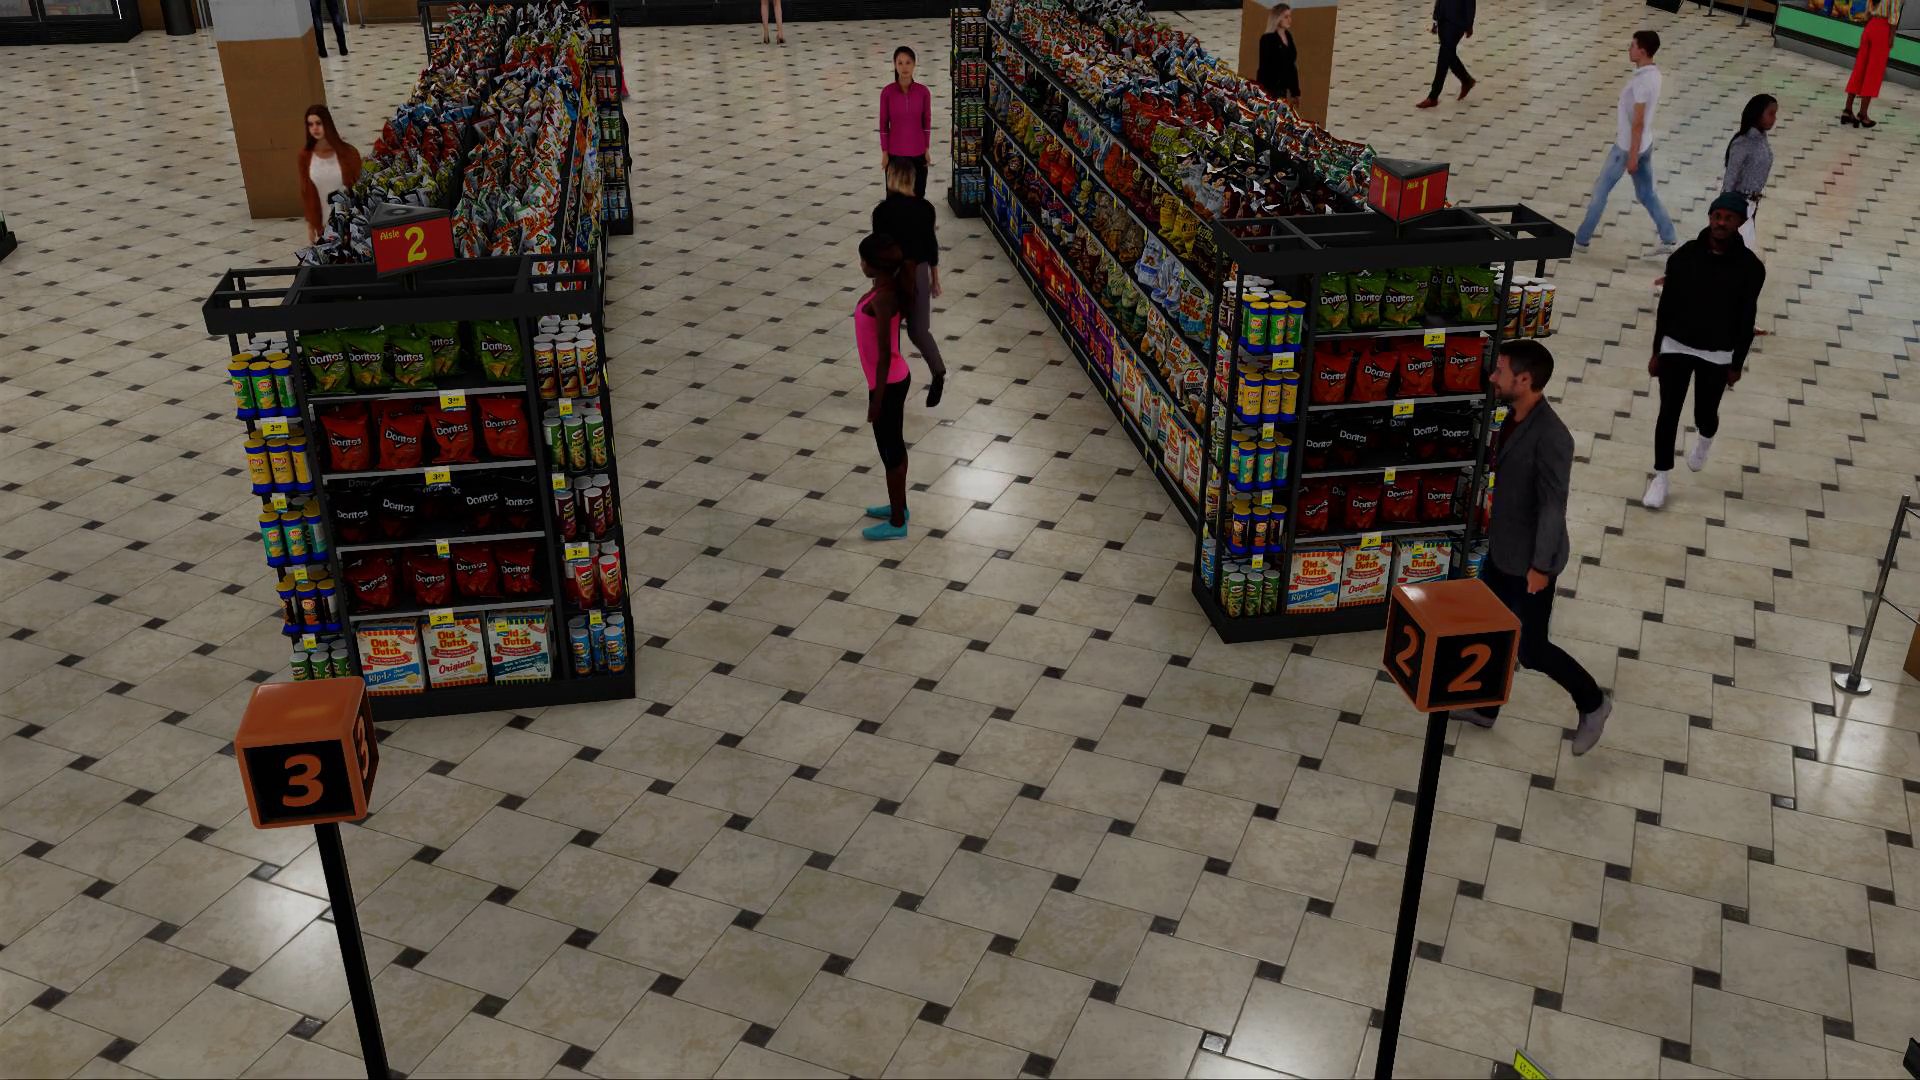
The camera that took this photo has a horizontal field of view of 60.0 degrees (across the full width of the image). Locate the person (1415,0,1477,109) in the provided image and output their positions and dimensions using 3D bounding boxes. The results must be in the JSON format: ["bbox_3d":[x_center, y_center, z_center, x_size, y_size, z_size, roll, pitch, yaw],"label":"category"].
[{"bbox_3d":[5.594,-5.790,18.671,0.964,1.799,1.183,-11,29,-21],"label":"person"}]

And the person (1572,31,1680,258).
[{"bbox_3d":[5.518,-3.121,13.398,1.264,1.809,1.211,17,32,30],"label":"person"}]

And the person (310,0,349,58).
[{"bbox_3d":[-8.218,-7.196,21.333,0.738,1.900,0.700,-15,31,-27],"label":"person"}]

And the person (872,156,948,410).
[{"bbox_3d":[-0.308,-1.548,10.475,0.801,1.647,0.948,-16,31,-29],"label":"person"}]

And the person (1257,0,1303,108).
[{"bbox_3d":[2.861,-4.169,15.620,0.937,1.668,0.876,17,32,30],"label":"person"}]

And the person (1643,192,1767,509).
[{"bbox_3d":[4.182,-1.087,9.393,1.013,1.804,1.079,17,31,30],"label":"person"}]

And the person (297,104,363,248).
[{"bbox_3d":[-4.373,-2.244,11.778,0.618,1.711,0.781,-3,27,-6],"label":"person"}]

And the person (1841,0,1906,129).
[{"bbox_3d":[9.809,-5.350,17.812,0.680,1.793,0.503,-8,28,-15],"label":"person"}]

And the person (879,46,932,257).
[{"bbox_3d":[-0.446,-3.176,13.629,0.570,1.699,0.555,-5,27,-10],"label":"person"}]

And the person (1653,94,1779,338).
[{"bbox_3d":[5.525,-2.359,12.031,1.025,1.687,1.230,-23,35,-38],"label":"person"}]

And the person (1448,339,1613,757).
[{"bbox_3d":[2.478,0.054,7.098,0.846,1.845,0.931,-4,27,-9],"label":"person"}]

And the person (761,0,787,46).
[{"bbox_3d":[-2.532,-7.501,22.115,0.653,1.737,0.631,2,27,4],"label":"person"}]

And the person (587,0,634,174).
[{"bbox_3d":[-3.401,-4.456,15.997,0.798,1.840,0.671,-16,31,-29],"label":"person"}]

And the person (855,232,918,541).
[{"bbox_3d":[-0.387,-0.829,8.972,0.681,1.725,0.571,3,27,5],"label":"person"}]
